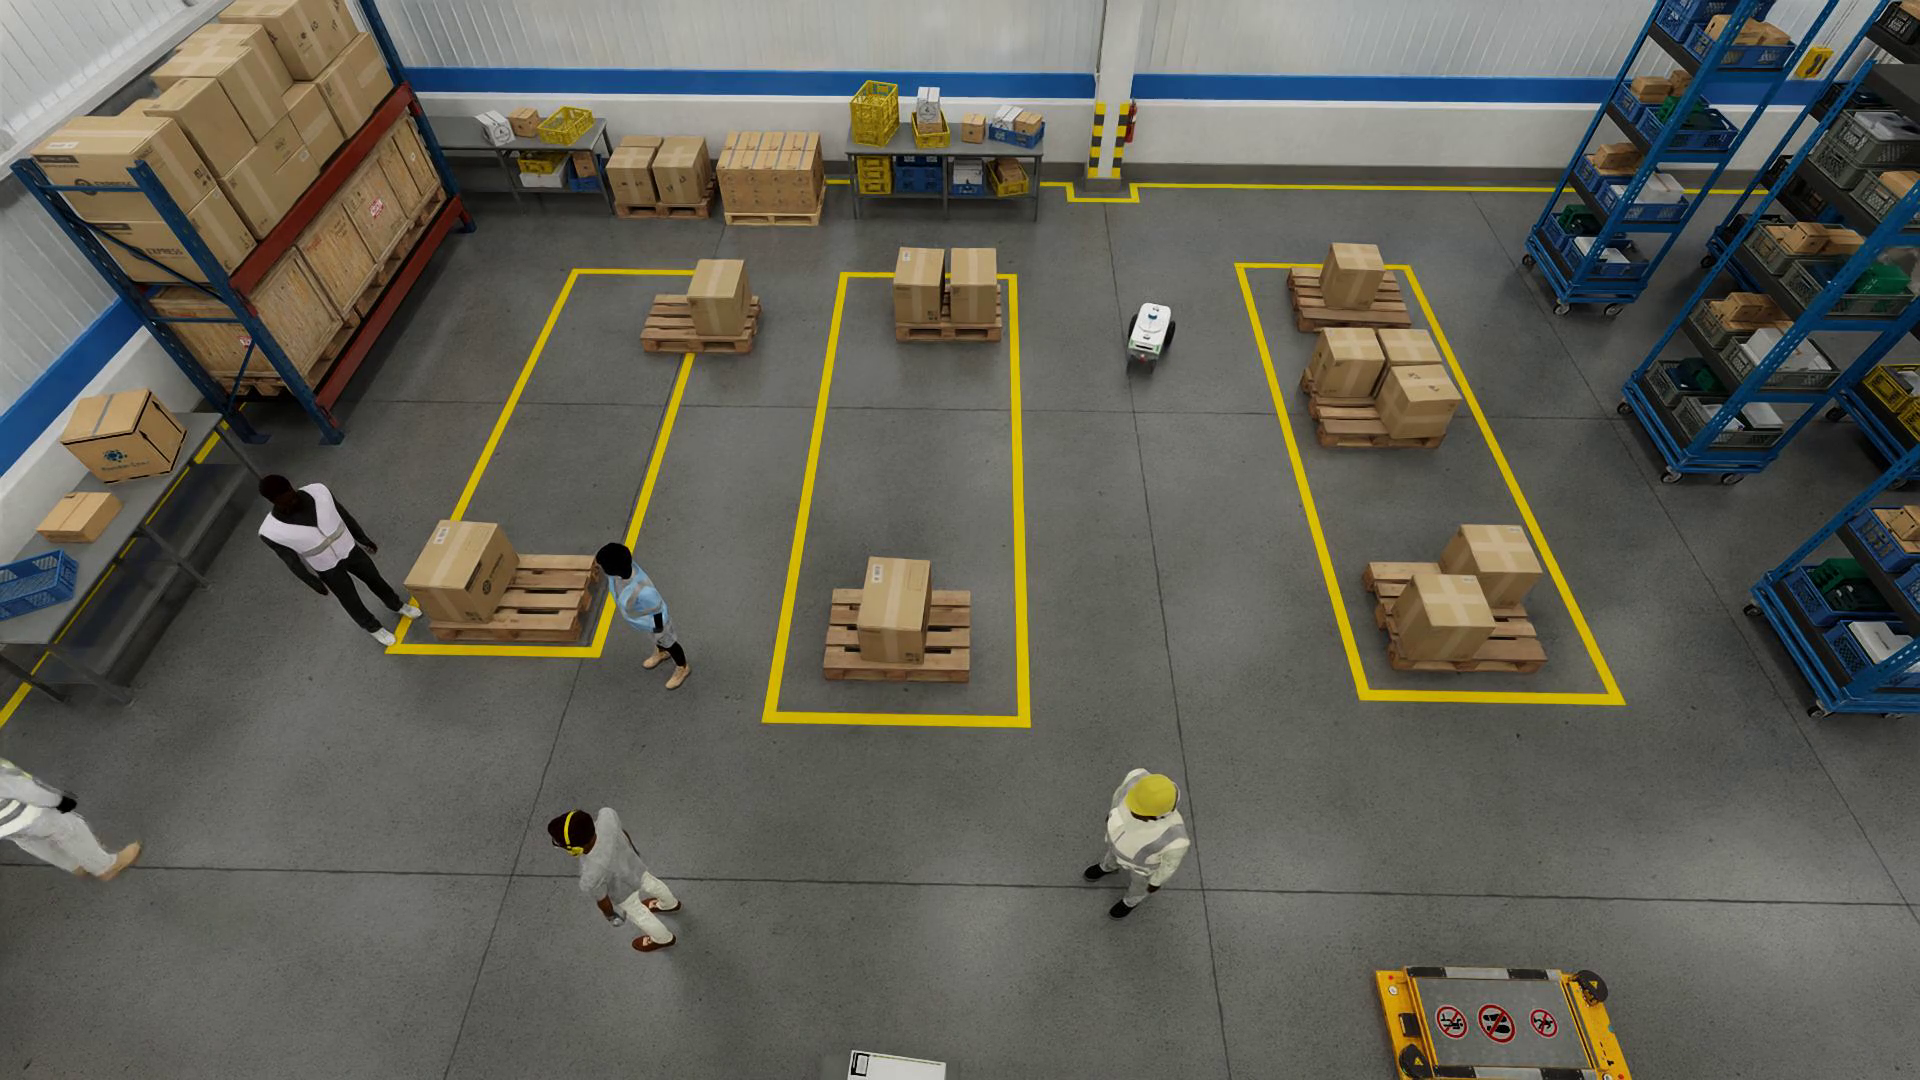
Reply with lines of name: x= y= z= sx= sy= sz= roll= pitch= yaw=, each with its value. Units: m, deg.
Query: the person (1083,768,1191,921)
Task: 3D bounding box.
person: x=1.122 y=1.951 z=5.876 sx=0.404 sy=1.835 sz=0.587 roll=-21 pitch=54 yaw=-16

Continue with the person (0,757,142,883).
person: x=-6.277 y=1.767 z=6.035 sx=0.695 sy=1.826 sz=0.434 roll=4 pitch=51 yaw=3

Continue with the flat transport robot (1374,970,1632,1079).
flat transport robot: x=3.501 y=3.133 z=5.914 sx=1.431 sy=0.197 sz=0.652 roll=1 pitch=51 yaw=1

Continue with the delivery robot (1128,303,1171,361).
delivery robot: x=2.097 y=-2.310 z=10.111 sx=0.477 sy=0.478 sz=0.707 roll=15 pitch=52 yaw=12

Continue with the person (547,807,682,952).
person: x=-2.120 y=2.123 z=5.723 sx=0.327 sy=1.862 sz=0.501 roll=3 pitch=51 yaw=2

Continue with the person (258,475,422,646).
person: x=-4.982 y=0.144 z=7.304 sx=0.394 sy=1.911 sz=0.583 roll=19 pitch=53 yaw=15

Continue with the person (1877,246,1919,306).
person: x=11.101 y=-3.701 z=10.421 sx=0.649 sy=1.928 sz=0.965 roll=-20 pitch=54 yaw=-16

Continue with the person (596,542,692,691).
person: x=-2.438 y=0.575 z=7.088 sx=0.533 sy=1.692 sz=0.319 roll=37 pitch=59 yaw=26
